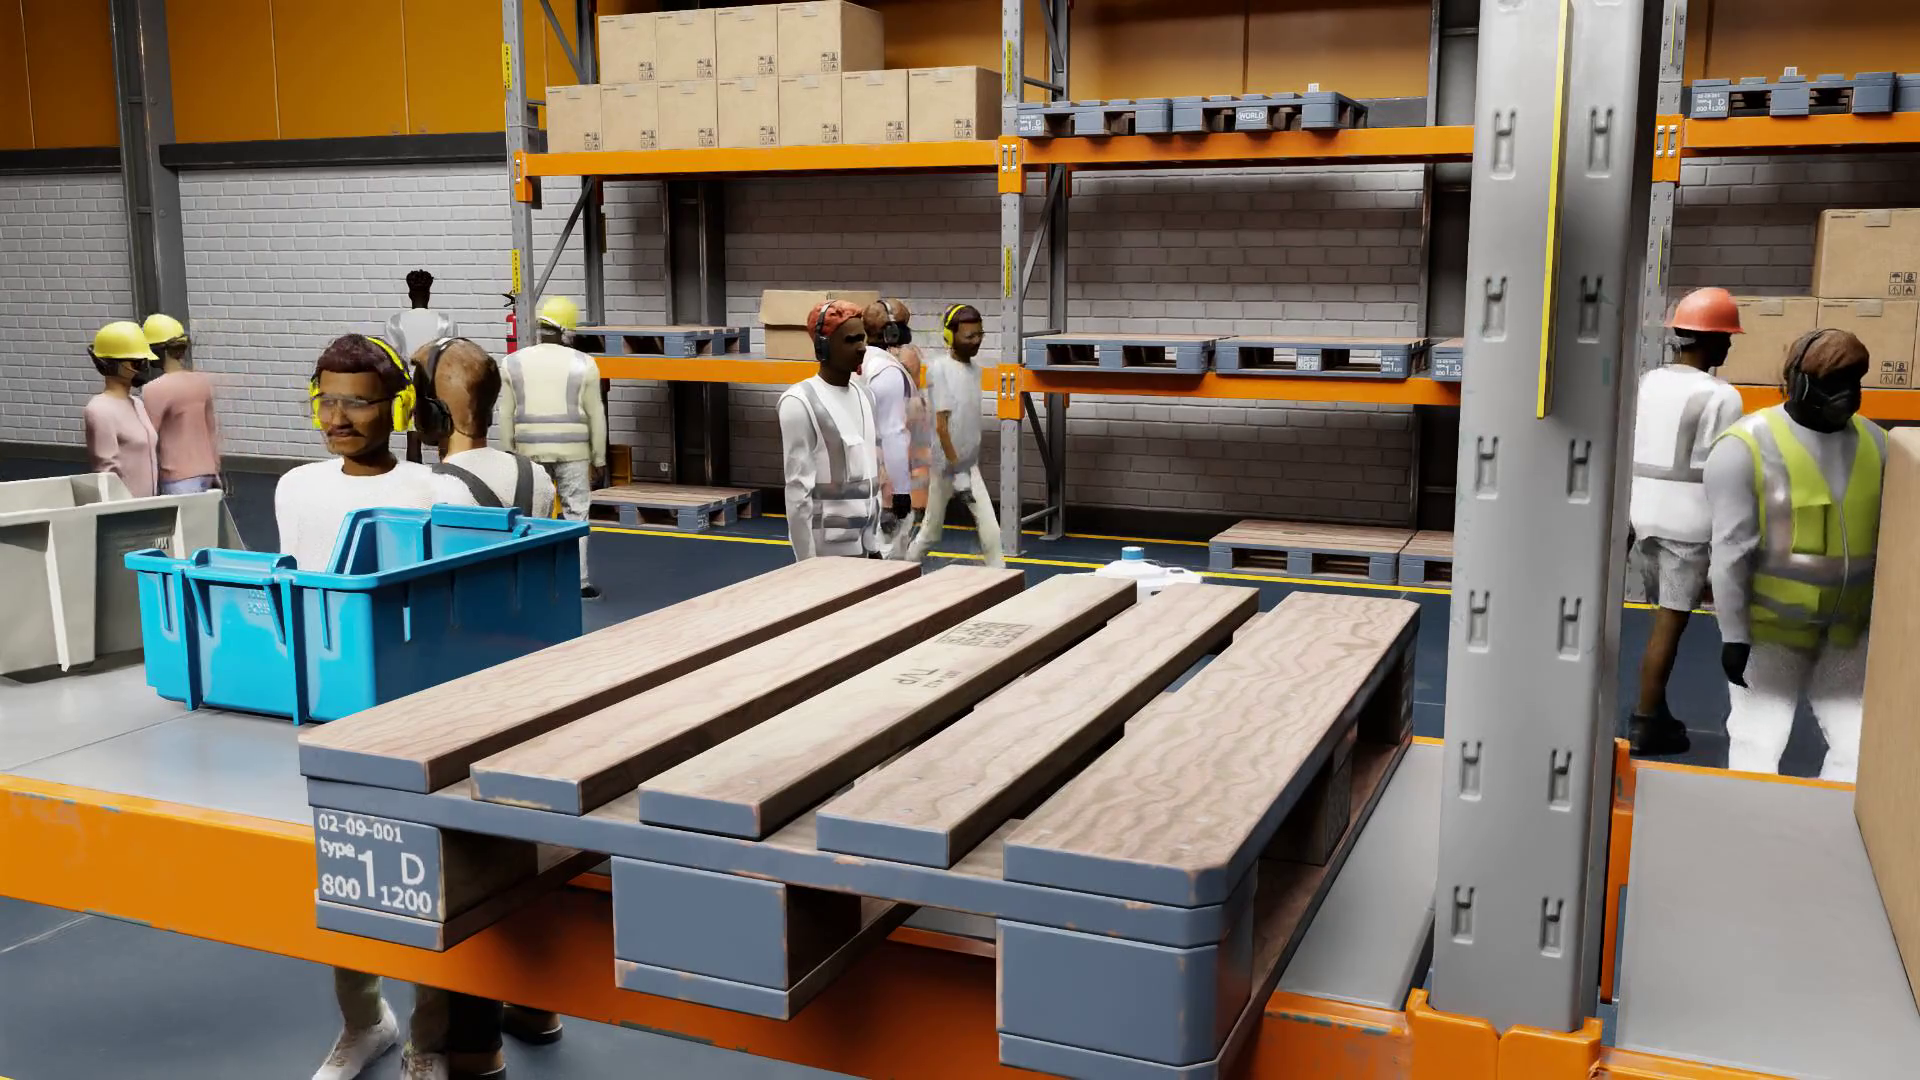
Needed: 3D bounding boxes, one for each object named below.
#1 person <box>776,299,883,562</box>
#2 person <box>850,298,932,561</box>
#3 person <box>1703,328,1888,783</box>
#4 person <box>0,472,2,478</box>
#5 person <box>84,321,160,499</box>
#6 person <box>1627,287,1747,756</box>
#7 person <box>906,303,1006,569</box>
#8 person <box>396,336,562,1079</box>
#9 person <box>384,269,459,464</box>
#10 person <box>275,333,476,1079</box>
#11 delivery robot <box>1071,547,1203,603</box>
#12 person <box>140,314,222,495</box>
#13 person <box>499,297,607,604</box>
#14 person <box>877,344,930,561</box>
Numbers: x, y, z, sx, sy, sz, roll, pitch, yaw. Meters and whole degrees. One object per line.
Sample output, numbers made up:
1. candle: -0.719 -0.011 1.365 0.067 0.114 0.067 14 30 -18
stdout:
1. person: -0.468 0.032 6.353 0.354 1.883 0.576 4 10 24
2. person: -0.358 -0.295 8.428 0.429 1.846 0.629 -3 10 -17
3. person: 2.577 0.278 5.056 0.633 1.826 0.552 -1 10 -5
4. person: -8.660 -1.249 14.006 0.851 1.907 0.547 -5 11 -29
5. person: -3.666 -0.079 7.374 0.330 1.765 0.532 -1 10 -9
6. person: 2.973 -0.061 6.803 0.569 1.915 0.566 -3 10 -18
7. person: -0.027 -0.397 9.180 0.969 1.813 0.481 8 12 40
8. person: -1.208 0.422 4.127 0.345 1.847 0.508 4 10 25
9. person: -4.420 -1.244 13.743 0.603 1.966 0.367 -3 10 -16
10. person: -1.376 0.448 3.982 0.588 1.867 0.437 1 10 7
11. delivery robot: 0.883 0.279 8.565 0.707 0.478 0.477 -3 10 -19
12. person: -4.267 -0.326 8.913 0.777 1.736 0.545 1 10 6
13. person: -2.393 -0.508 9.808 0.645 1.813 0.403 0 9 0
14. person: -0.260 -0.184 8.409 0.567 1.625 0.527 2 10 10
